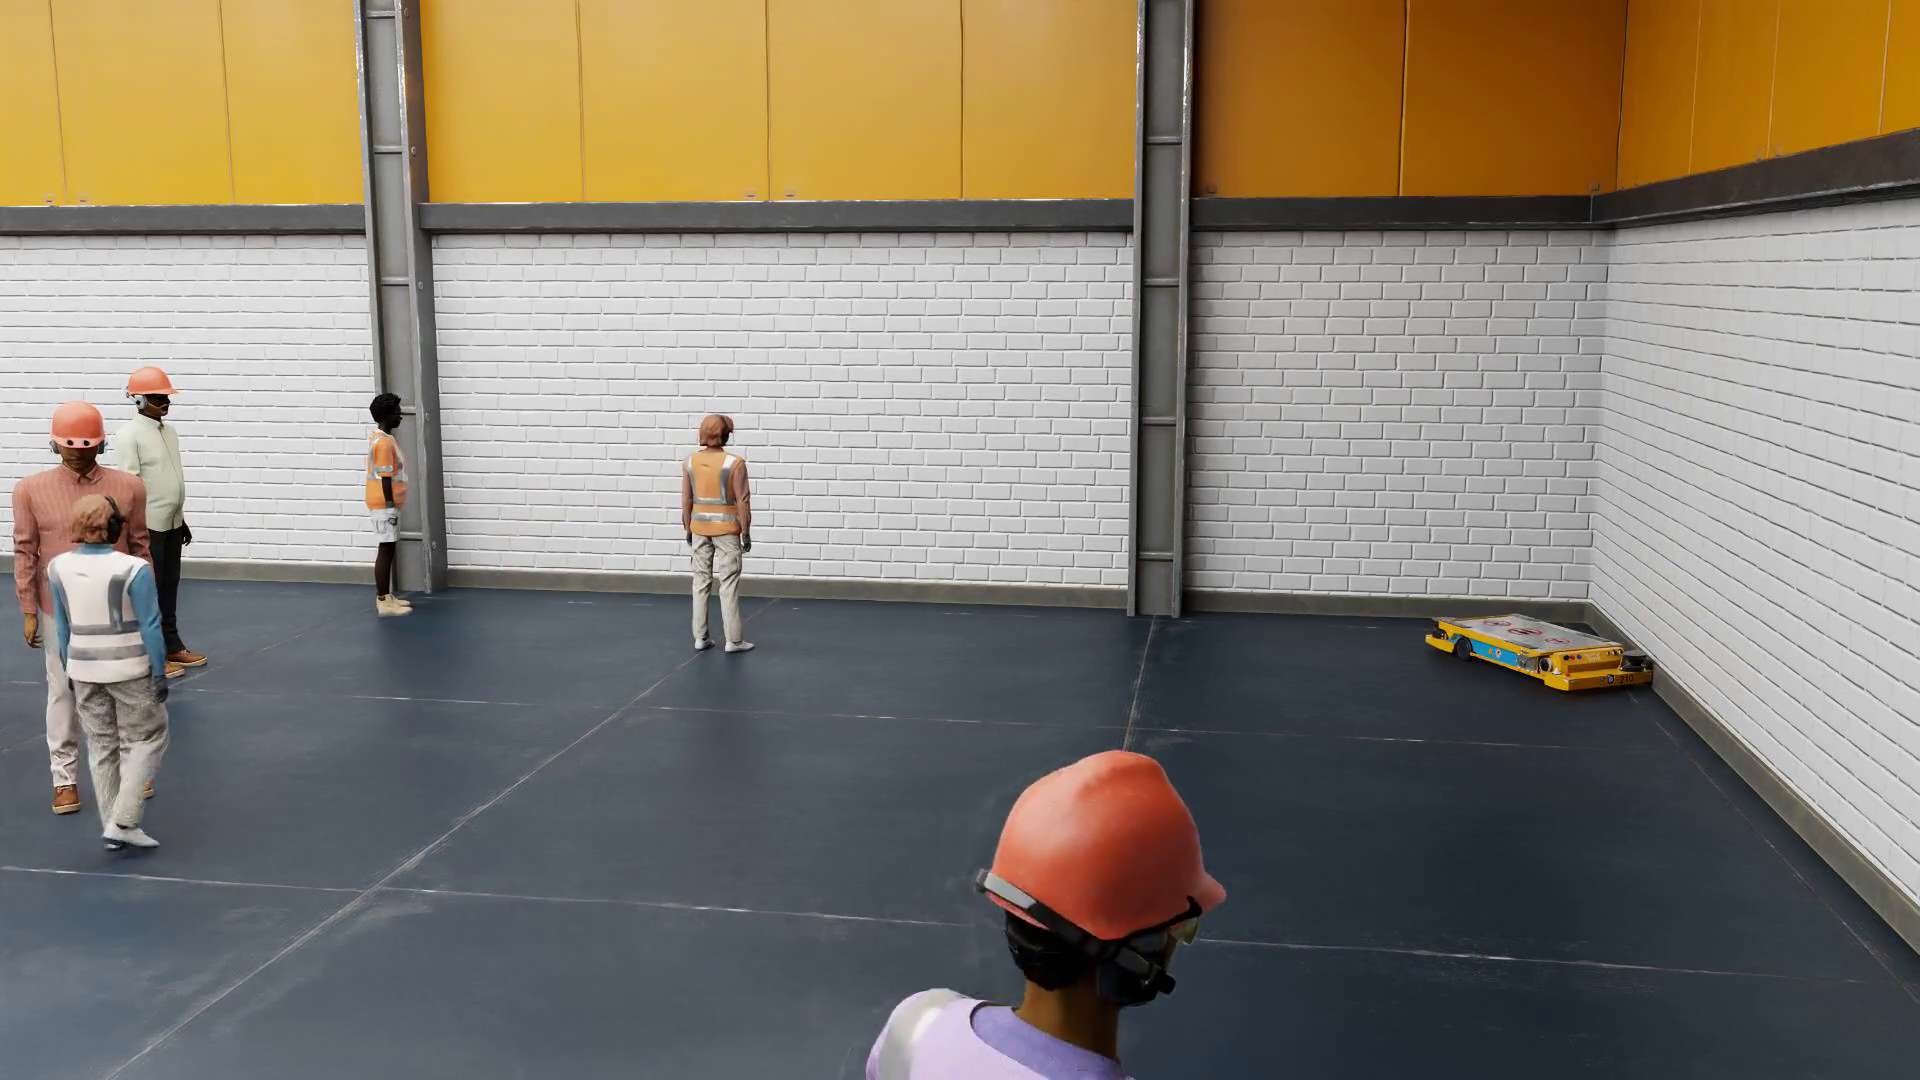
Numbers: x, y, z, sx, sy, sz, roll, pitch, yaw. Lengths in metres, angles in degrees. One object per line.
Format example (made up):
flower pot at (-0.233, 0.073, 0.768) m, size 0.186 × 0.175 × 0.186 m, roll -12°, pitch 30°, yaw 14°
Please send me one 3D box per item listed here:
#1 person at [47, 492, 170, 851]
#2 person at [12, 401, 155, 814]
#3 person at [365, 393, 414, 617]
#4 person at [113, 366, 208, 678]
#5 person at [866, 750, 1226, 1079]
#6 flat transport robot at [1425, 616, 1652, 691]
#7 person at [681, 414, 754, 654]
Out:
person at (-3.766, 0.602, 7.400) m, size 0.520 × 1.634 × 0.362 m, roll 1°, pitch 9°, yaw 9°
person at (-4.224, 0.316, 8.071) m, size 0.611 × 1.985 × 0.393 m, roll -7°, pitch 12°, yaw -38°
person at (-4.330, -0.267, 12.588) m, size 0.321 × 1.690 × 0.529 m, roll -3°, pitch 10°, yaw -16°
person at (-5.174, -0.120, 10.730) m, size 0.376 × 1.995 × 0.612 m, roll 0°, pitch 9°, yaw 1°
person at (0.059, 1.264, 2.116) m, size 0.831 × 2.022 × 0.613 m, roll -9°, pitch 13°, yaw -44°
flat transport robot at (3.765, 0.710, 10.912) m, size 0.652 × 0.197 × 1.431 m, roll -3°, pitch 10°, yaw -20°
person at (-1.656, -0.040, 11.339) m, size 0.523 × 1.636 × 0.310 m, roll 4°, pitch 10°, yaw 23°
